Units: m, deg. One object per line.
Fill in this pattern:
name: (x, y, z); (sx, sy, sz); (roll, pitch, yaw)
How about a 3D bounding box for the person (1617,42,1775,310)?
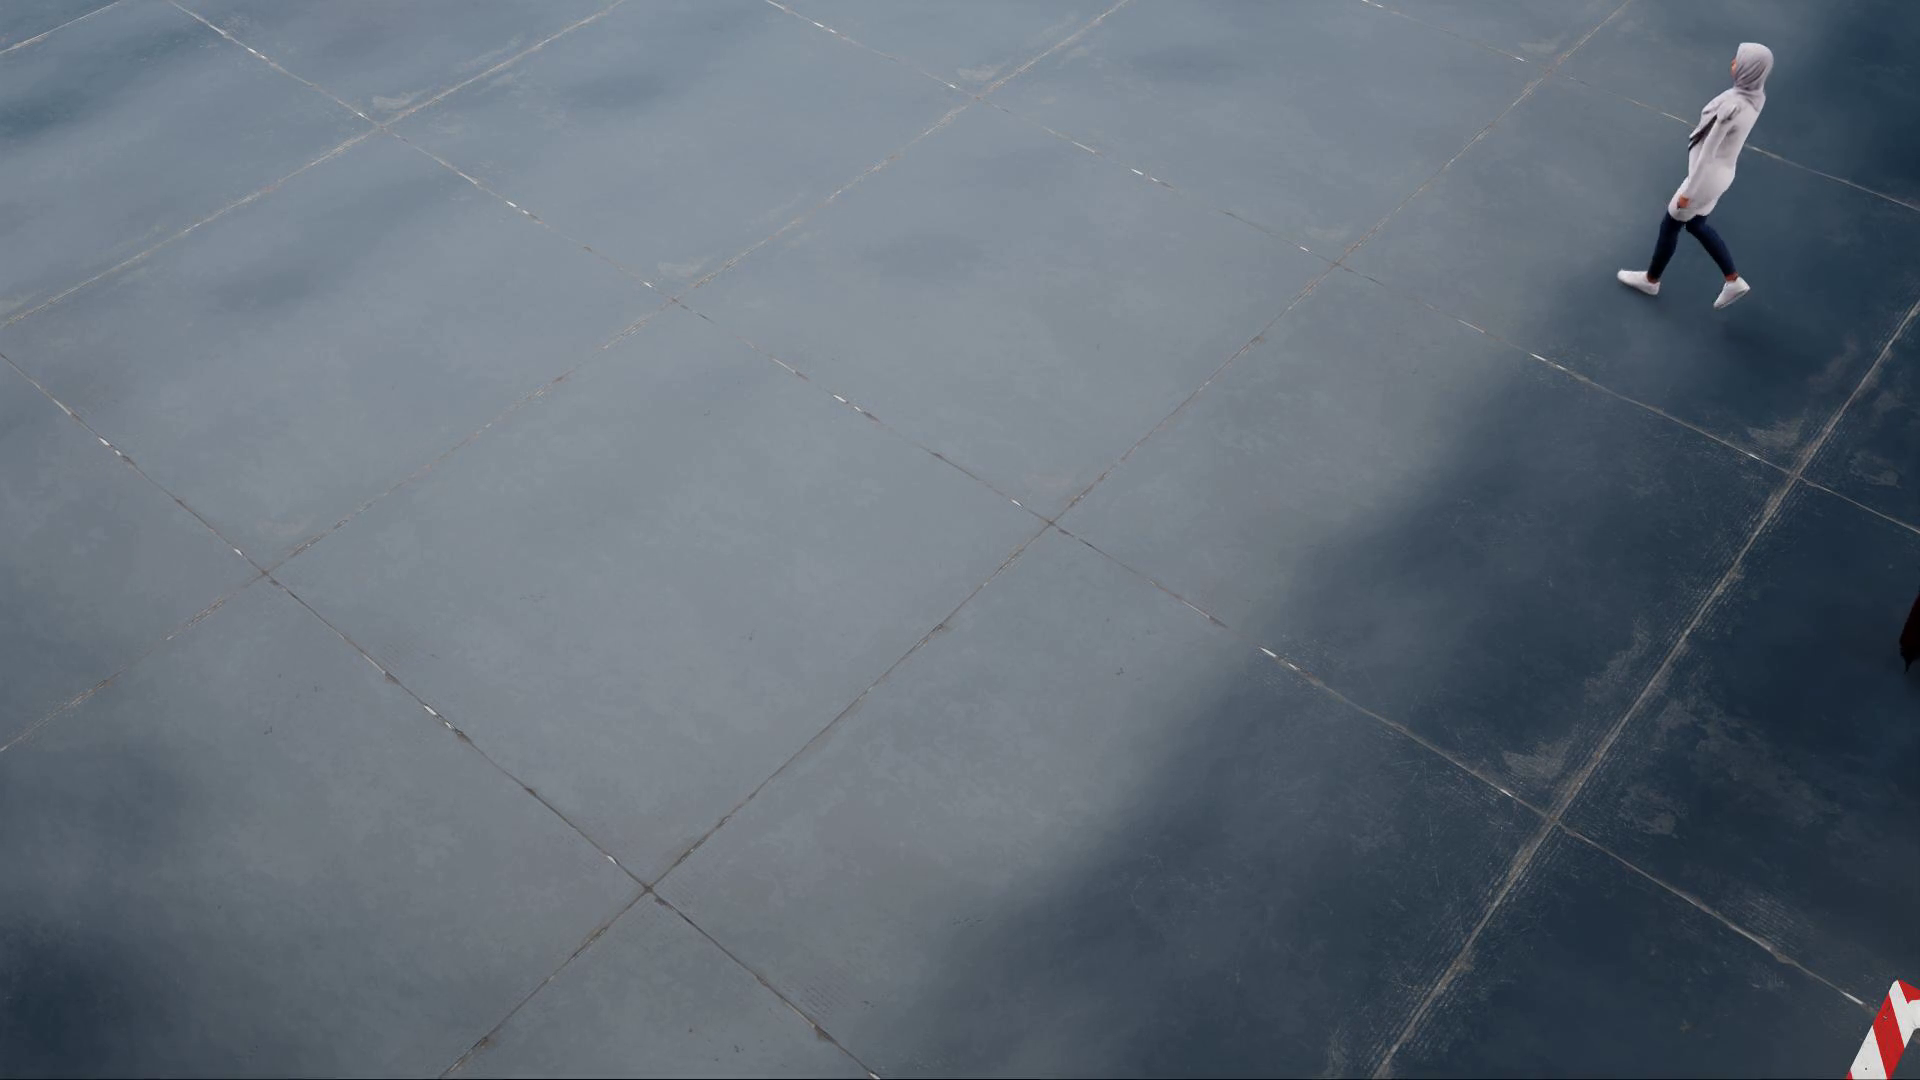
person: (4.466, -2.072, 9.783); (0.669, 1.758, 0.997); (-36, 57, -29)
